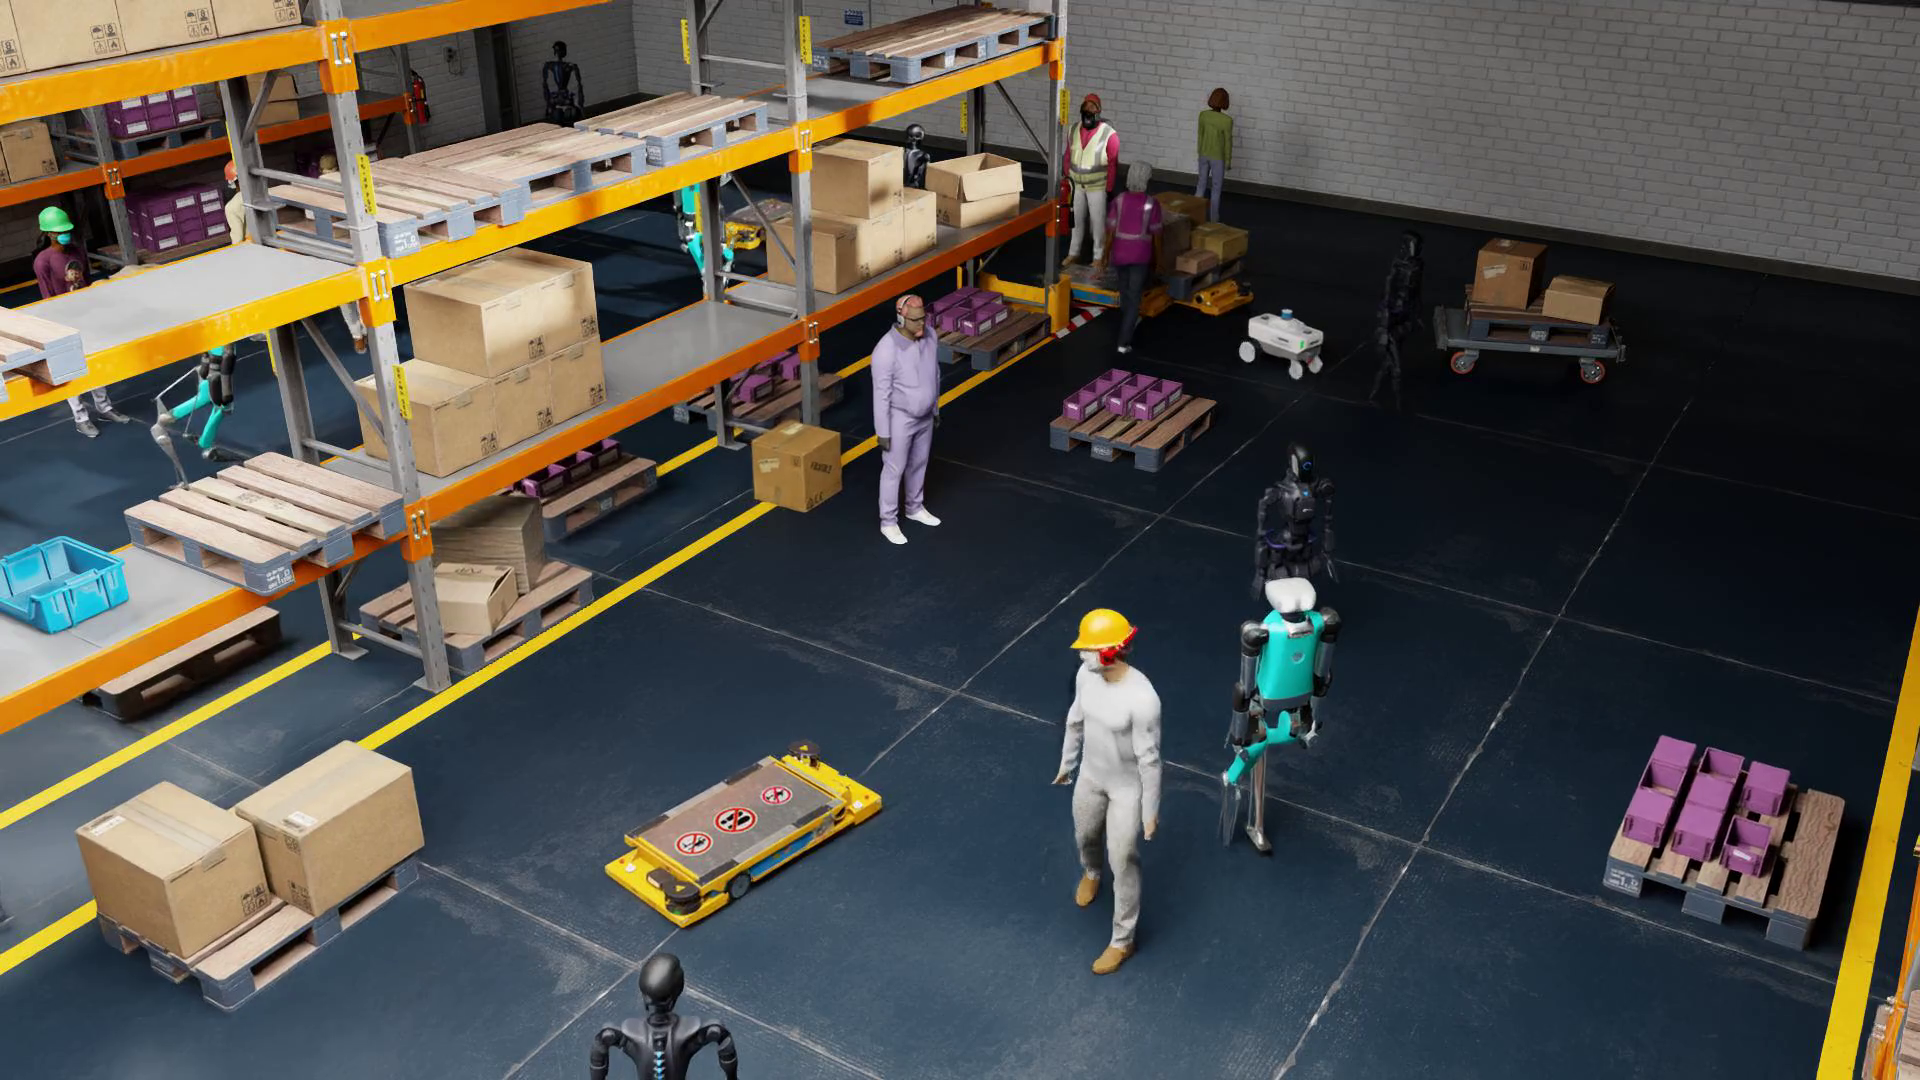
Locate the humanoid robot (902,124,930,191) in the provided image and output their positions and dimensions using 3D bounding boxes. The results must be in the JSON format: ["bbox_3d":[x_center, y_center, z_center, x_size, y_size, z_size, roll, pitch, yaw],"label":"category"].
[{"bbox_3d":[-0.558,-3.606,17.772,0.587,1.654,0.423,24,35,39],"label":"humanoid robot"}]

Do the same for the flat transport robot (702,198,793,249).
[{"bbox_3d":[-2.357,-3.716,19.520,0.659,0.231,1.431,13,30,24],"label":"flat transport robot"}]

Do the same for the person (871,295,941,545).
[{"bbox_3d":[-0.366,-0.890,12.168,0.402,1.895,0.659,19,33,33],"label":"person"}]

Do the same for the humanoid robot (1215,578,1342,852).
[{"bbox_3d":[1.587,0.953,8.810,0.543,1.889,0.726,-8,28,-15],"label":"humanoid robot"}]

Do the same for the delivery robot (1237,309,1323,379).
[{"bbox_3d":[3.020,-1.858,15.561,0.499,0.610,0.813,-20,33,-34],"label":"delivery robot"}]

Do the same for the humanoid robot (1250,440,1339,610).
[{"bbox_3d":[2.102,0.121,10.461,0.601,1.630,0.782,-9,28,-18],"label":"humanoid robot"}]

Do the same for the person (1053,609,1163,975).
[{"bbox_3d":[0.757,1.180,8.127,0.559,1.869,0.682,-23,35,-38],"label":"person"}]

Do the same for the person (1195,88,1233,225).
[{"bbox_3d":[2.976,-4.480,19.527,0.286,1.626,0.496,-24,36,-39],"label":"person"}]

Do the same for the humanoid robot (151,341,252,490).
[{"bbox_3d":[-5.914,-1.137,12.818,1.031,1.714,0.546,-20,33,-35],"label":"humanoid robot"}]

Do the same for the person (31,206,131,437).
[{"bbox_3d":[-7.434,-1.850,13.987,0.425,1.950,0.494,11,29,20],"label":"person"}]

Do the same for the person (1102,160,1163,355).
[{"bbox_3d":[1.662,-2.723,15.881,0.536,1.789,0.969,11,29,21],"label":"person"}]

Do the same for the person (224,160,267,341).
[{"bbox_3d":[-6.819,-2.789,16.054,0.336,1.748,0.563,9,28,17],"label":"person"}]

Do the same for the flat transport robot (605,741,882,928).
[{"bbox_3d":[-1.162,1.579,9.086,0.659,0.231,1.431,23,35,38],"label":"flat transport robot"}]

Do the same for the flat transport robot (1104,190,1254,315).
[{"bbox_3d":[2.296,-2.664,17.448,1.431,0.231,0.659,22,34,36],"label":"flat transport robot"}]

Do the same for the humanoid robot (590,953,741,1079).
[{"bbox_3d":[-1.099,2.257,6.207,0.615,1.642,0.422,-3,27,-6],"label":"humanoid robot"}]

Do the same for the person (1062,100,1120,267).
[{"bbox_3d":[1.391,-3.851,18.050,0.633,1.839,0.429,16,31,28],"label":"person"}]

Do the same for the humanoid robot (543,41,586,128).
[{"bbox_3d":[-5.244,-5.781,22.069,0.585,1.631,0.759,4,27,8],"label":"humanoid robot"}]

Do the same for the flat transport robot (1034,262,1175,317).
[{"bbox_3d":[1.525,-2.617,17.355,1.431,0.231,0.659,16,31,28],"label":"flat transport robot"}]

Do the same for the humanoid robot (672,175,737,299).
[{"bbox_3d":[-2.510,-3.049,16.643,0.551,1.845,0.759,7,28,14],"label":"humanoid robot"}]

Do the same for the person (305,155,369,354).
[{"bbox_3d":[-5.741,-2.676,15.650,0.711,1.914,0.629,-13,30,-24],"label":"person"}]

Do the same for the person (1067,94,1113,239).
[{"bbox_3d":[1.478,-4.198,18.861,0.562,1.730,0.420,-8,28,-15],"label":"person"}]

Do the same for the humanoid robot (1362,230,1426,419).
[{"bbox_3d":[3.820,-1.868,14.337,0.614,1.642,0.595,24,36,39],"label":"humanoid robot"}]
